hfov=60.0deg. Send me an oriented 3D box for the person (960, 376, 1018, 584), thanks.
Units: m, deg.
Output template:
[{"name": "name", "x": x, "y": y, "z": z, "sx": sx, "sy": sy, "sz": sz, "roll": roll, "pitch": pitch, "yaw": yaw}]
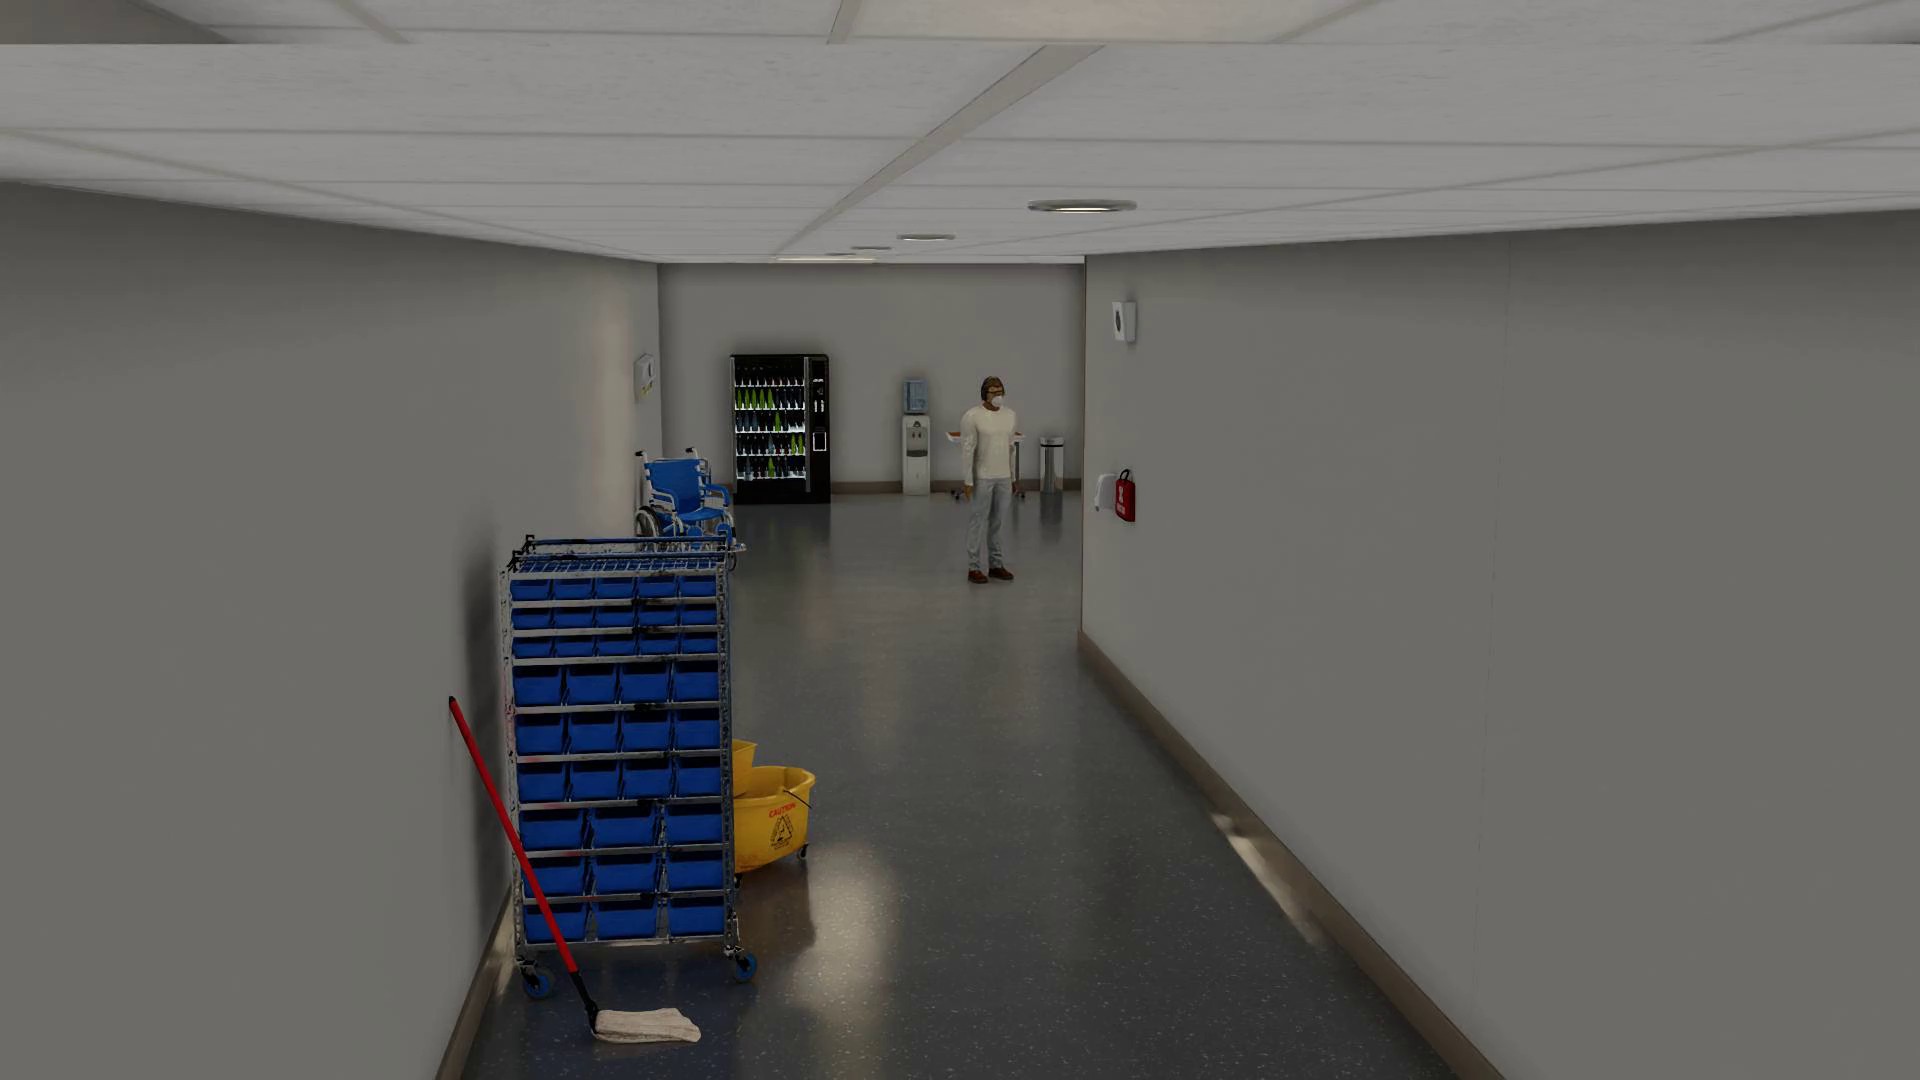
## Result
[{"name": "person", "x": 0.283, "y": -0.568, "z": 15.586, "sx": 0.635, "sy": 1.937, "sz": 0.352, "roll": -7, "pitch": 11, "yaw": -37}]
